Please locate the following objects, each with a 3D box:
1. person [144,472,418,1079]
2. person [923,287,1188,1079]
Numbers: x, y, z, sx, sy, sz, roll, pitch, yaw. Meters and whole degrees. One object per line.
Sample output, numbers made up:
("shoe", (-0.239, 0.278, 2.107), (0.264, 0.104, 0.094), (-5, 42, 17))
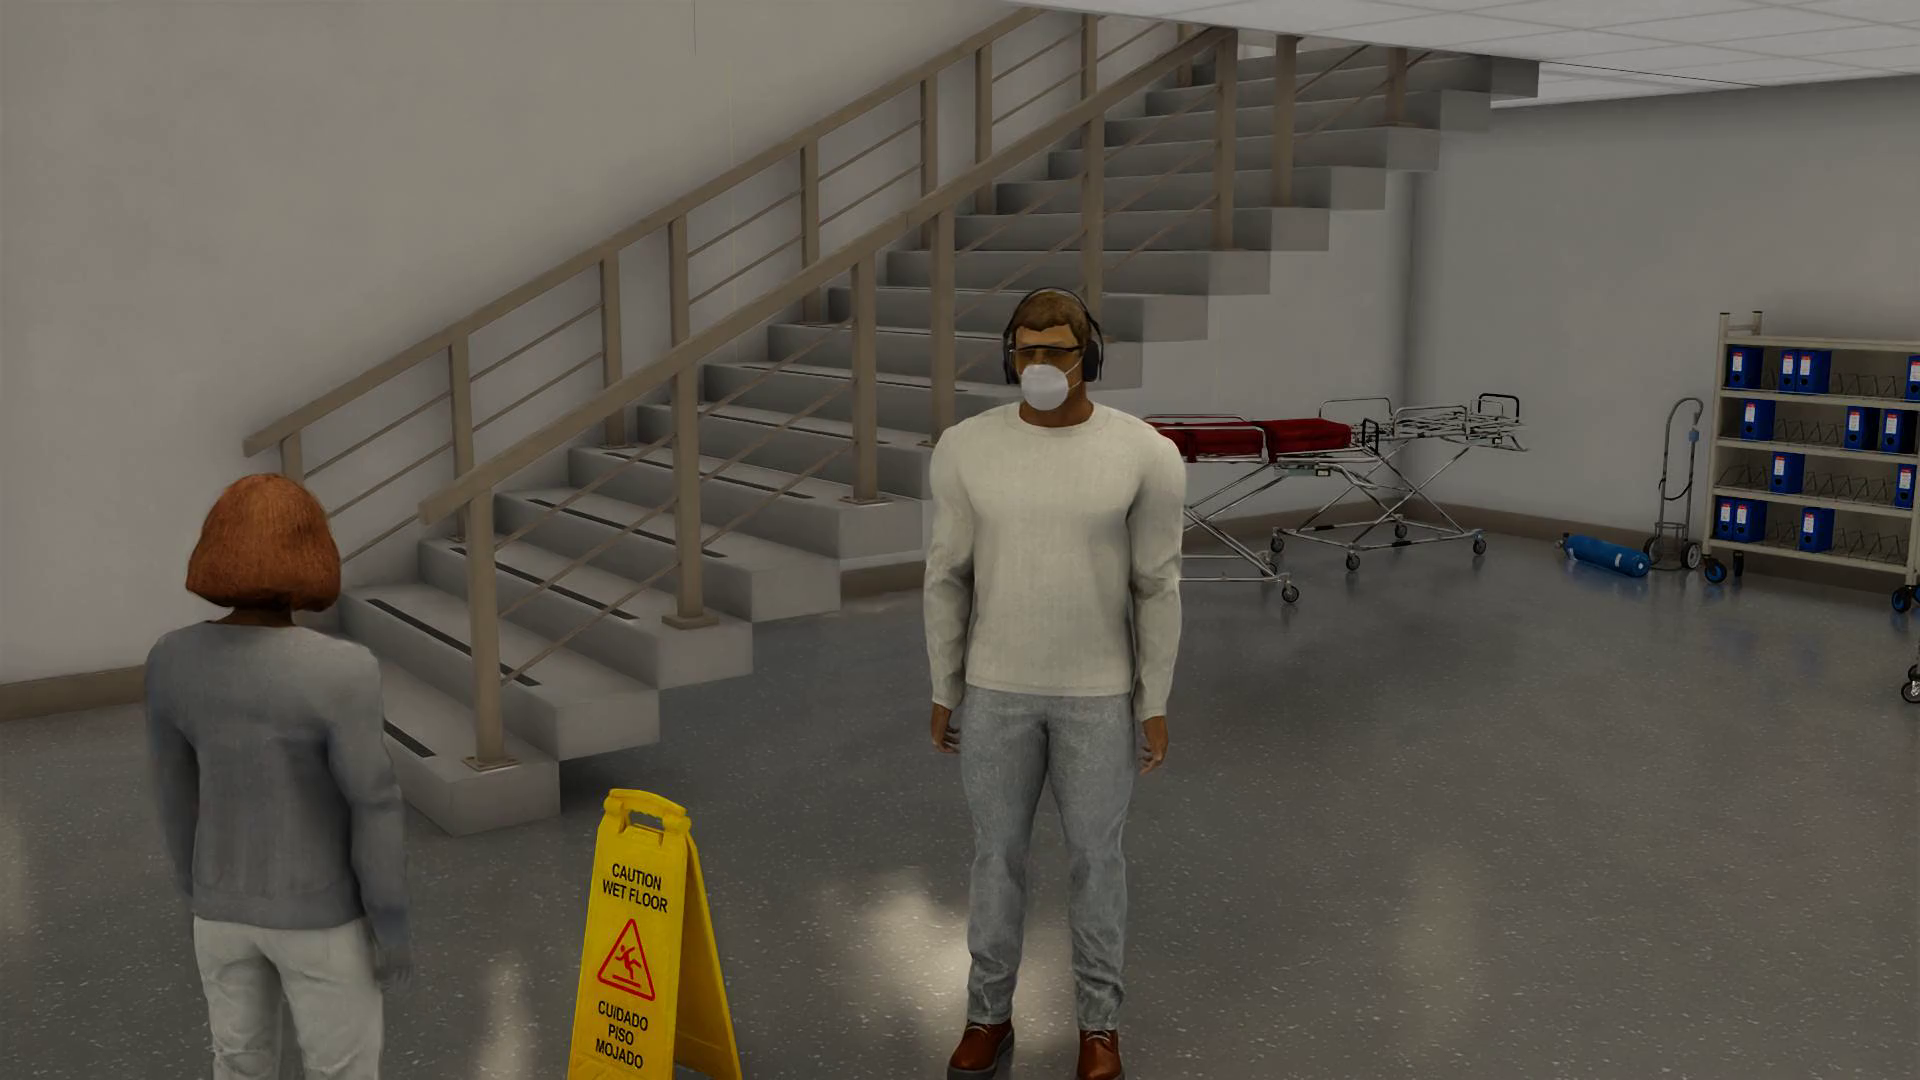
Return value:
("person", (-1.225, 0.690, 3.044), (0.506, 1.632, 0.272), (3, 10, 16))
("person", (0.218, 0.369, 4.014), (0.630, 1.940, 0.372), (2, 10, 10))
